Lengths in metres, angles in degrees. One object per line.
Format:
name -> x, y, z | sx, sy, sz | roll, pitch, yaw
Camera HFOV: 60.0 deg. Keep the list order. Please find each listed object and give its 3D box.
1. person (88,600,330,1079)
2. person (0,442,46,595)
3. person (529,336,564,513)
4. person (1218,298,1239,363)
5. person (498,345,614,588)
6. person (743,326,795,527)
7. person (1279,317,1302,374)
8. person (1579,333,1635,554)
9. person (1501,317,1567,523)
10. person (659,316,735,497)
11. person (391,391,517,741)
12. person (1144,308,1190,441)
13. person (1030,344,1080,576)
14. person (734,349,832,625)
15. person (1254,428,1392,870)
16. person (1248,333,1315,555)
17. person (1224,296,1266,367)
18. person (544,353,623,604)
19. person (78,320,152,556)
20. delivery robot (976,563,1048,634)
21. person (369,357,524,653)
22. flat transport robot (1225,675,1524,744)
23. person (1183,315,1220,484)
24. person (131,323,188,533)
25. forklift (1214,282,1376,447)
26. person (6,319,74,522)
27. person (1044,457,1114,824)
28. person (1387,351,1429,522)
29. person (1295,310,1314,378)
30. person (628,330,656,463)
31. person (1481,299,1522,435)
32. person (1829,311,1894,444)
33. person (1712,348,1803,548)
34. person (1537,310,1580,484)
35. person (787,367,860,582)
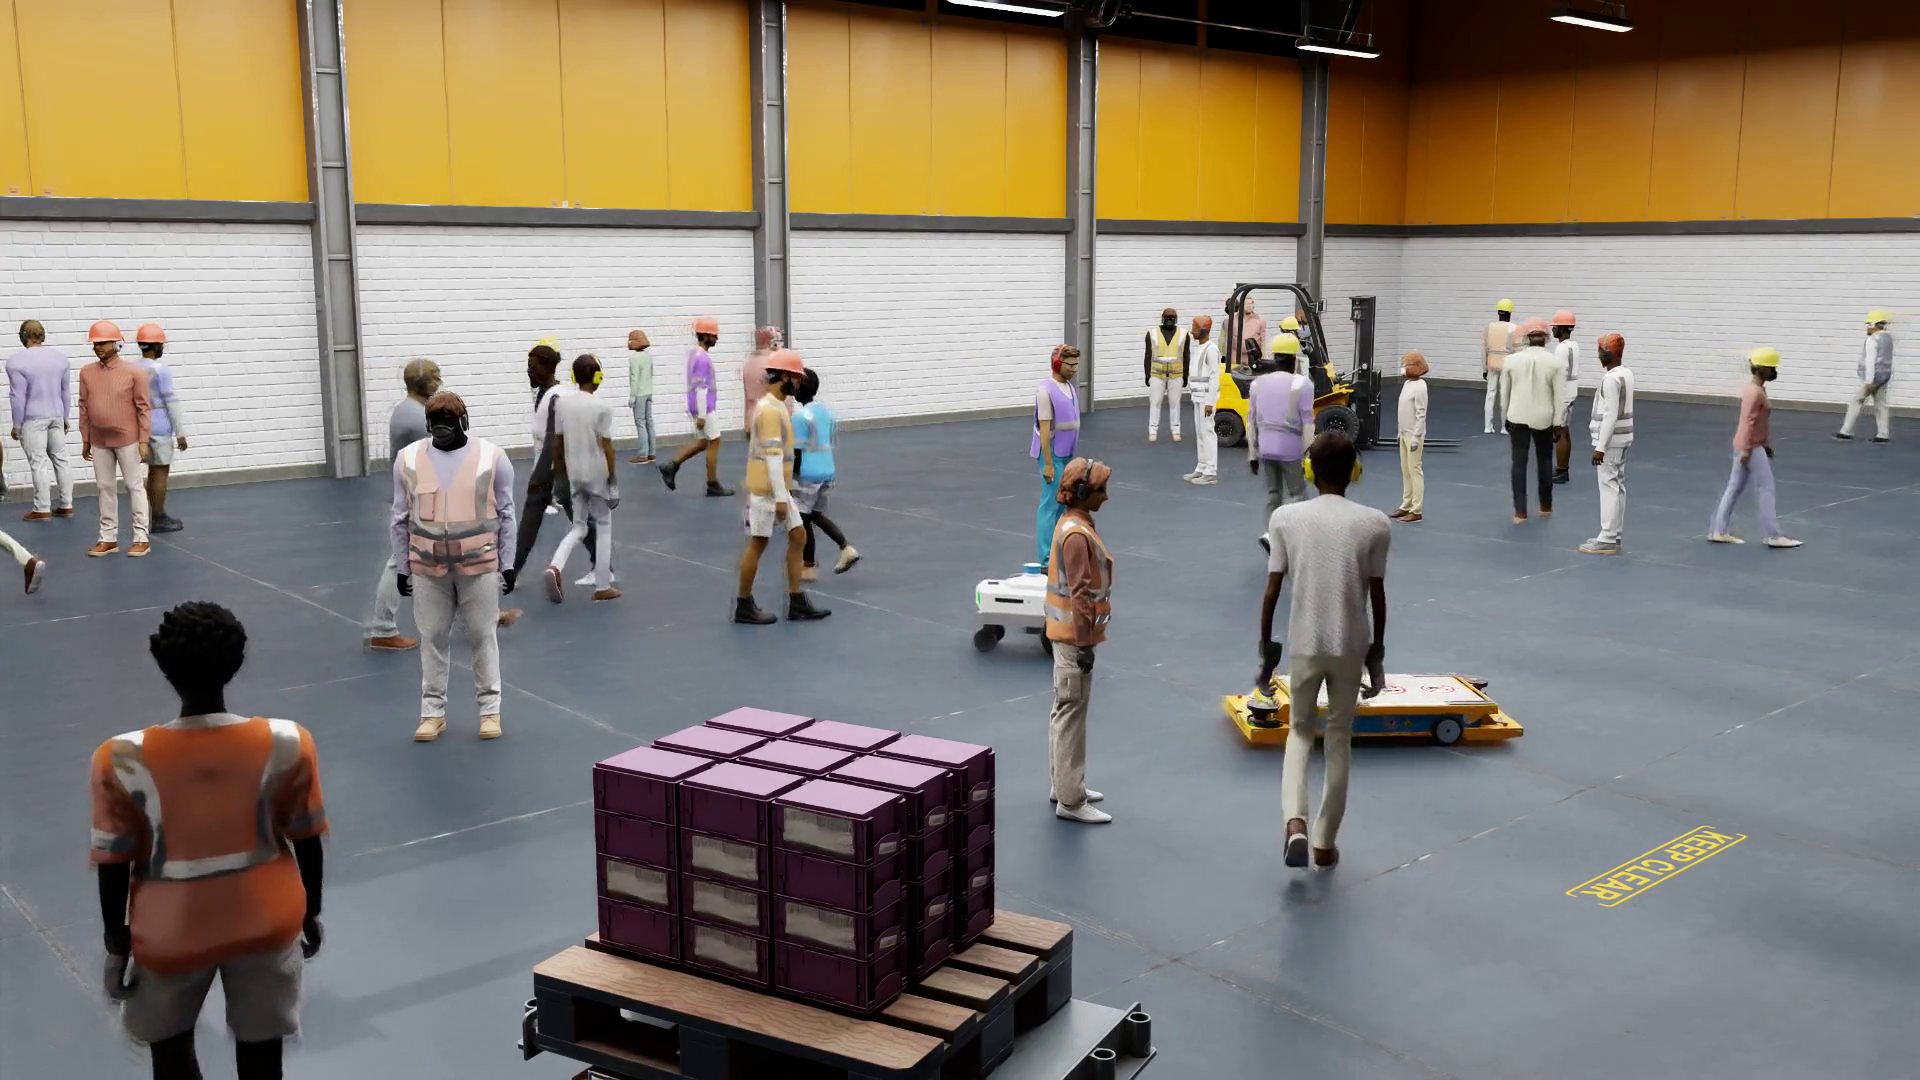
person -> -1.880, 0.980, 4.221 | 0.552, 1.684, 0.434 | -5, 11, -27
person -> -7.084, -0.428, 12.048 | 0.601, 1.846, 0.521 | 1, 10, 5
person -> -4.064, -1.144, 16.506 | 0.294, 1.744, 0.486 | 3, 10, 15
person -> 4.510, -3.104, 27.693 | 0.429, 1.845, 0.621 | 6, 11, 32
person -> -3.138, -0.541, 12.636 | 1.041, 1.860, 0.592 | -5, 11, -29
person -> -1.680, -1.066, 15.688 | 0.894, 1.875, 0.647 | -5, 11, -26
person -> 4.163, -1.946, 21.141 | 0.316, 1.769, 0.525 | 2, 10, 11
person -> 5.549, -0.823, 14.208 | 0.353, 1.886, 0.573 | 7, 12, 34
person -> 5.535, -1.169, 16.050 | 0.616, 1.944, 0.966 | 5, 11, 26
person -> -2.769, -1.391, 17.448 | 0.691, 1.916, 0.560 | -3, 10, -17
person -> -2.646, 0.138, 8.711 | 0.636, 1.842, 0.429 | -1, 10, -7
person -> 2.832, -2.253, 22.761 | 0.627, 1.838, 0.430 | 1, 10, 4
person -> 0.769, -0.636, 13.255 | 0.390, 1.838, 0.563 | 4, 11, 23
person -> -1.199, -0.356, 11.448 | 0.810, 1.889, 0.627 | 0, 10, 2
person -> 1.479, 0.469, 6.804 | 0.520, 1.842, 0.543 | 3, 10, 16
person -> 2.603, -0.725, 13.537 | 0.603, 1.915, 0.510 | 9, 13, 41
person -> 4.501, -2.895, 26.266 | 0.651, 1.912, 0.410 | 1, 10, 7
person -> -2.729, -0.423, 12.023 | 0.518, 1.842, 0.689 | 4, 10, 21
person -> -7.141, -0.850, 14.050 | 0.608, 1.995, 0.377 | 1, 10, 3
delivery robot -> 0.465, 0.393, 10.688 | 0.707, 0.478, 0.477 | 3, 9, 12
person -> -3.359, -0.226, 10.703 | 1.019, 1.883, 0.632 | -4, 10, -20
flat transport robot -> 2.192, 0.892, 8.891 | 1.431, 0.197, 0.652 | 0, 10, -3
person -> 2.717, -1.560, 18.534 | 0.346, 1.881, 0.578 | -1, 10, -7
person -> -7.397, -1.031, 15.323 | 0.553, 1.936, 0.387 | 5, 11, 27
forklift -> 4.328, -2.346, 22.227 | 2.313, 2.155, 1.214 | 3, 10, 16
person -> -8.808, -1.144, 15.934 | 0.372, 1.940, 0.631 | 4, 11, 23
person -> 0.533, 0.444, 7.514 | 0.308, 1.640, 0.511 | 0, 10, 0
person -> 4.306, -0.988, 15.910 | 0.287, 1.635, 0.499 | -1, 10, -4
person -> 5.718, -3.059, 28.036 | 0.507, 1.632, 0.268 | 3, 10, 16
person -> -3.922, -1.754, 20.400 | 0.277, 1.631, 0.513 | 3, 10, 17
person -> 7.699, -2.456, 23.651 | 0.587, 1.927, 0.369 | 9, 13, 41
person -> 12.288, -2.201, 22.558 | 0.615, 1.794, 0.820 | -7, 12, -34
person -> 7.007, -0.792, 14.467 | 0.802, 1.736, 0.538 | 4, 10, 22
person -> 6.700, -1.596, 18.585 | 0.355, 1.938, 0.545 | 6, 11, 32
person -> -1.089, -0.499, 12.902 | 0.474, 1.675, 0.559 | 4, 10, 21
